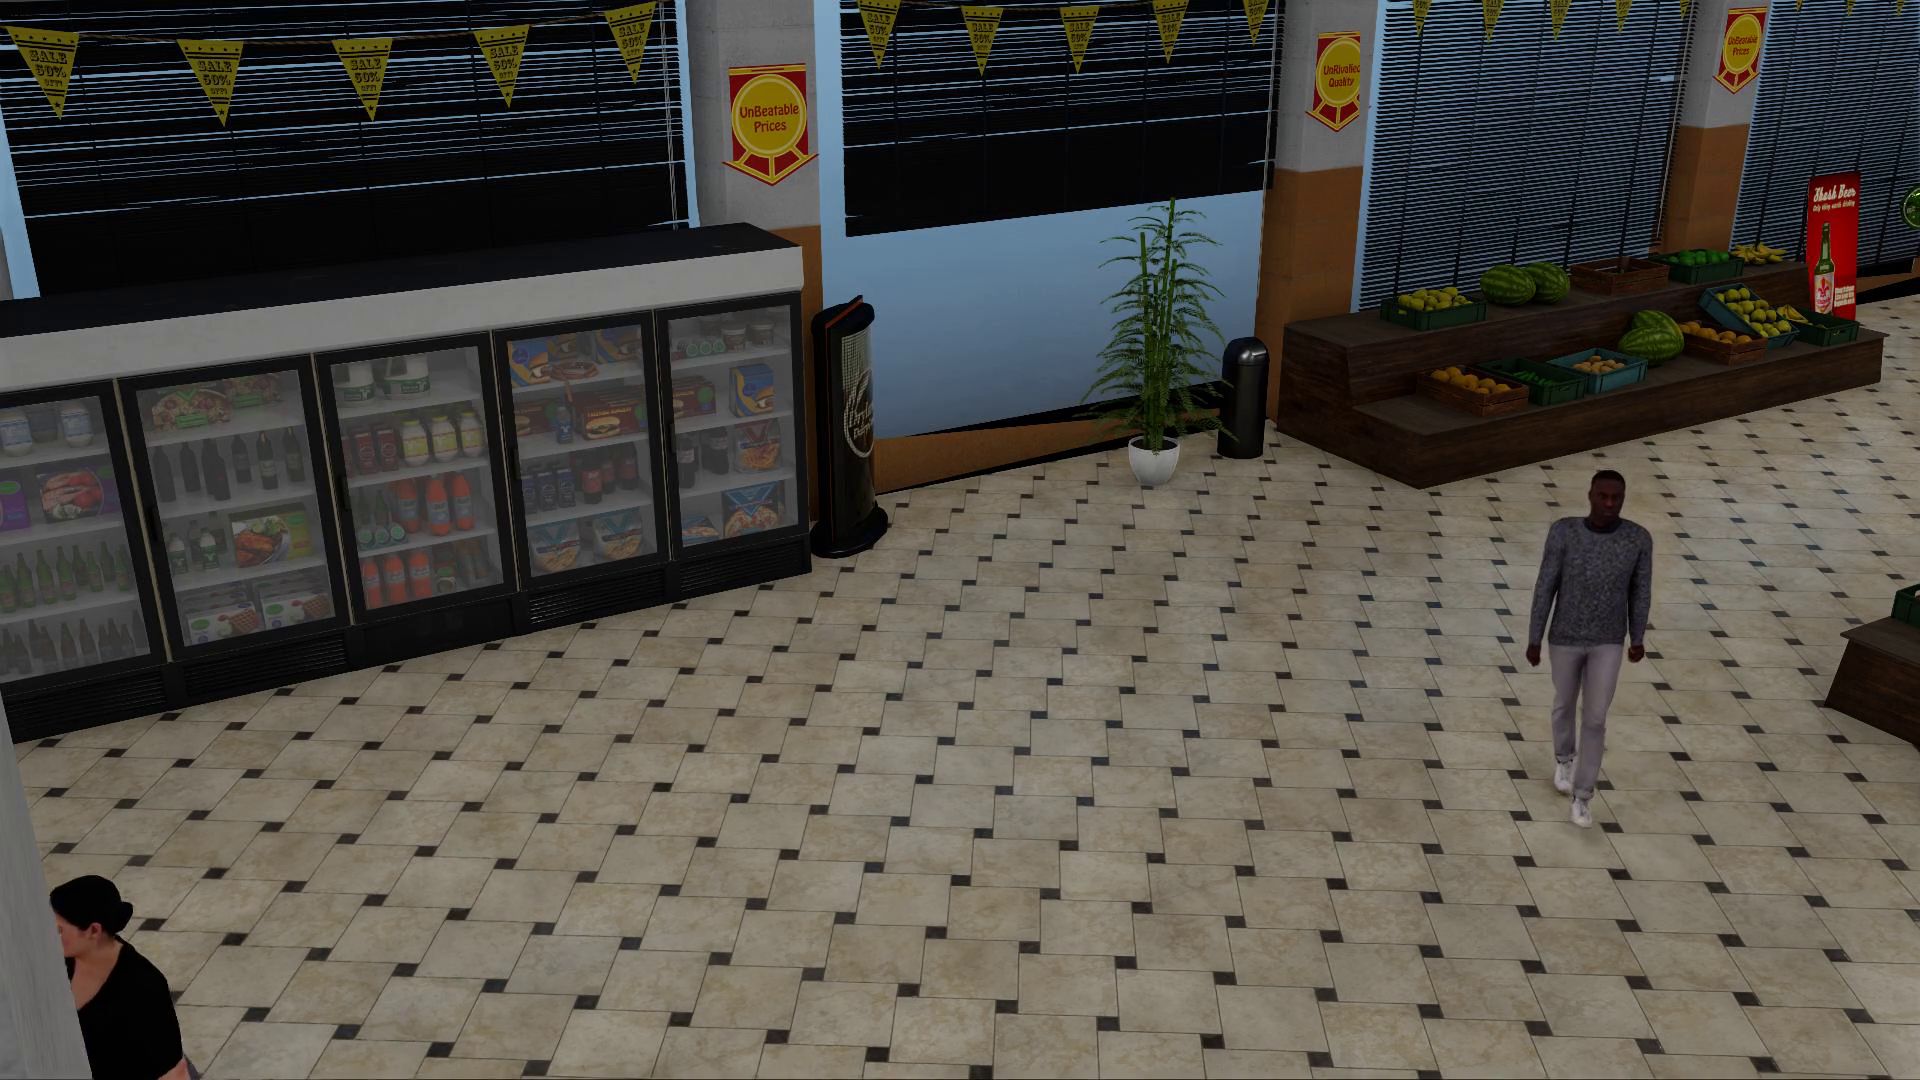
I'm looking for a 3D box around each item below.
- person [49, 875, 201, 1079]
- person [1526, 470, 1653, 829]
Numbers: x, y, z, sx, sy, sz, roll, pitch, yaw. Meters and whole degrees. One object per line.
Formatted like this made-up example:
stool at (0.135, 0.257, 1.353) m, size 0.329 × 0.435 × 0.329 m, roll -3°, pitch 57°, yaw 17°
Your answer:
person at (-2.541, 1.809, 5.374) m, size 0.855 × 1.722 × 1.074 m, roll 19°, pitch 29°, yaw 39°
person at (3.226, 0.481, 8.557) m, size 1.064 × 1.812 × 1.150 m, roll 8°, pitch 23°, yaw 19°
